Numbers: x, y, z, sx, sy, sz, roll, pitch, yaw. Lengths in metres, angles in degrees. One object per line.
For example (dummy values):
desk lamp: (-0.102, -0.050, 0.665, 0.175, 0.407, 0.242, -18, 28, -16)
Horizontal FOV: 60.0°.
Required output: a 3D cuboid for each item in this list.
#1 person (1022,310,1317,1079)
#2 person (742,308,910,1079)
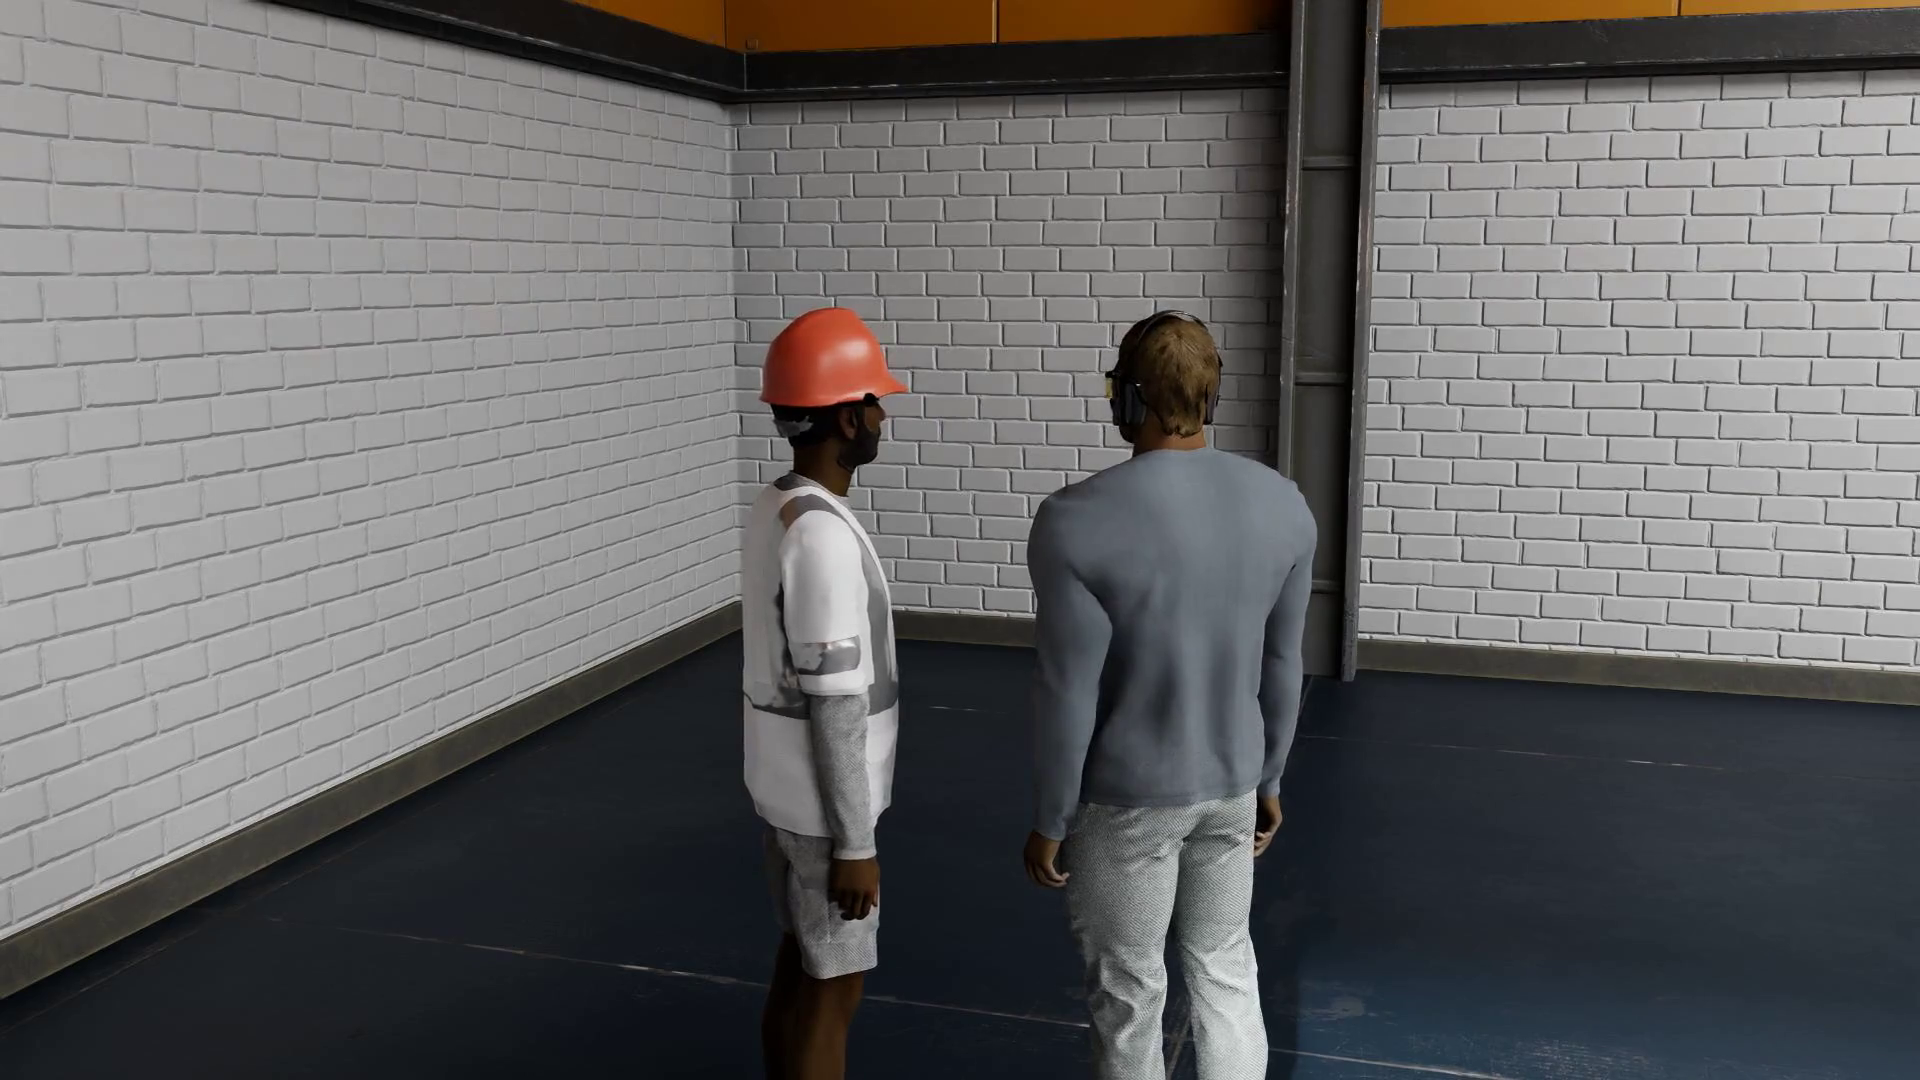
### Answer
person: (0.407, 0.514, 3.353, 0.631, 1.940, 0.368, -5, 10, -27)
person: (-0.258, 0.508, 3.386, 0.349, 1.940, 0.551, -3, 10, -16)
